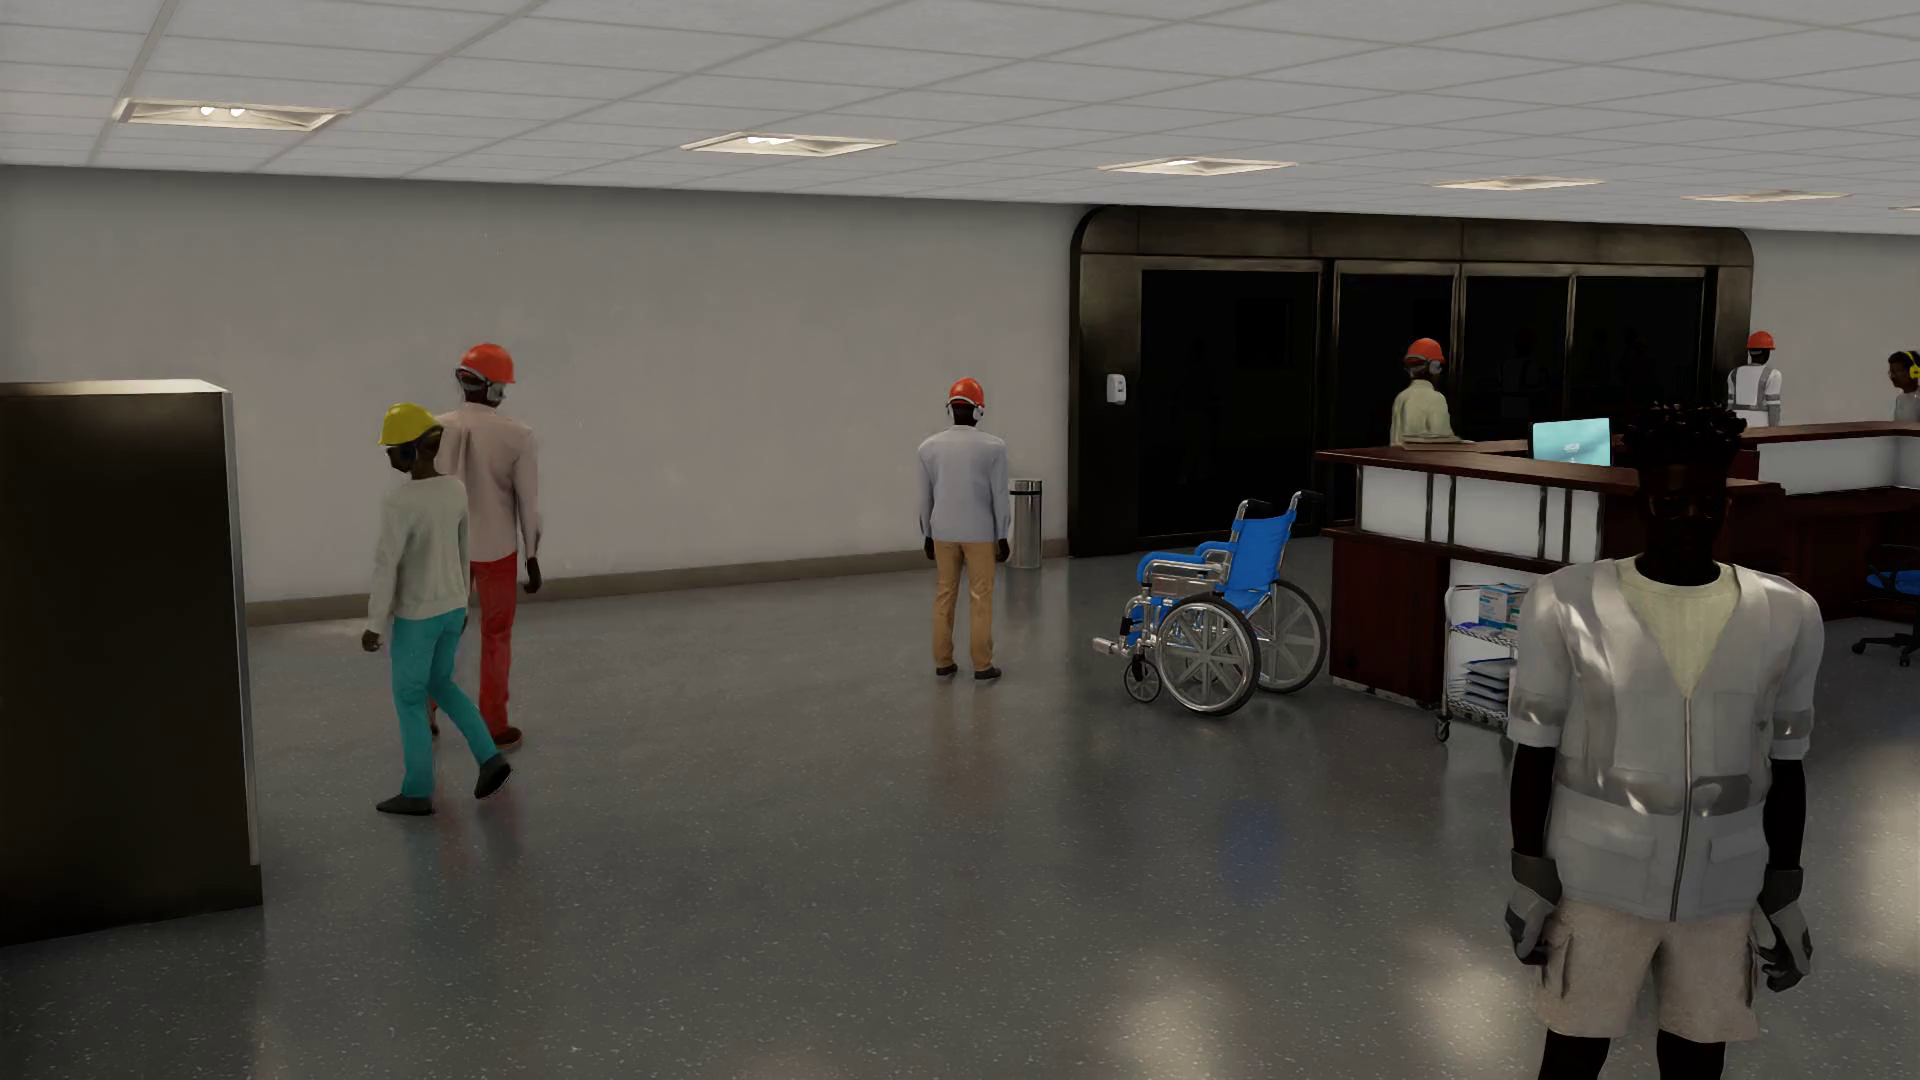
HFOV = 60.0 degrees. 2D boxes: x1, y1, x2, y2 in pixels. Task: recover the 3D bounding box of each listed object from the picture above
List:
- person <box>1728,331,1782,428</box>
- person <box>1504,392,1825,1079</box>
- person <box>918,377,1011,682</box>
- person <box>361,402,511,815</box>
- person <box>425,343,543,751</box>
[{"bbox_3d":[7.750,-1.068,16.223,0.388,1.930,0.547,-4,9,-28],"label":"person"},{"bbox_3d":[1.415,0.685,3.382,0.604,1.966,0.367,1,8,7],"label":"person"},{"bbox_3d":[0.038,-0.059,9.573,0.564,1.743,0.352,4,9,24],"label":"person"},{"bbox_3d":[-2.228,0.299,6.947,0.491,1.750,0.541,2,8,16],"label":"person"},{"bbox_3d":[-2.360,0.049,8.041,0.709,1.971,0.425,1,8,6],"label":"person"}]
